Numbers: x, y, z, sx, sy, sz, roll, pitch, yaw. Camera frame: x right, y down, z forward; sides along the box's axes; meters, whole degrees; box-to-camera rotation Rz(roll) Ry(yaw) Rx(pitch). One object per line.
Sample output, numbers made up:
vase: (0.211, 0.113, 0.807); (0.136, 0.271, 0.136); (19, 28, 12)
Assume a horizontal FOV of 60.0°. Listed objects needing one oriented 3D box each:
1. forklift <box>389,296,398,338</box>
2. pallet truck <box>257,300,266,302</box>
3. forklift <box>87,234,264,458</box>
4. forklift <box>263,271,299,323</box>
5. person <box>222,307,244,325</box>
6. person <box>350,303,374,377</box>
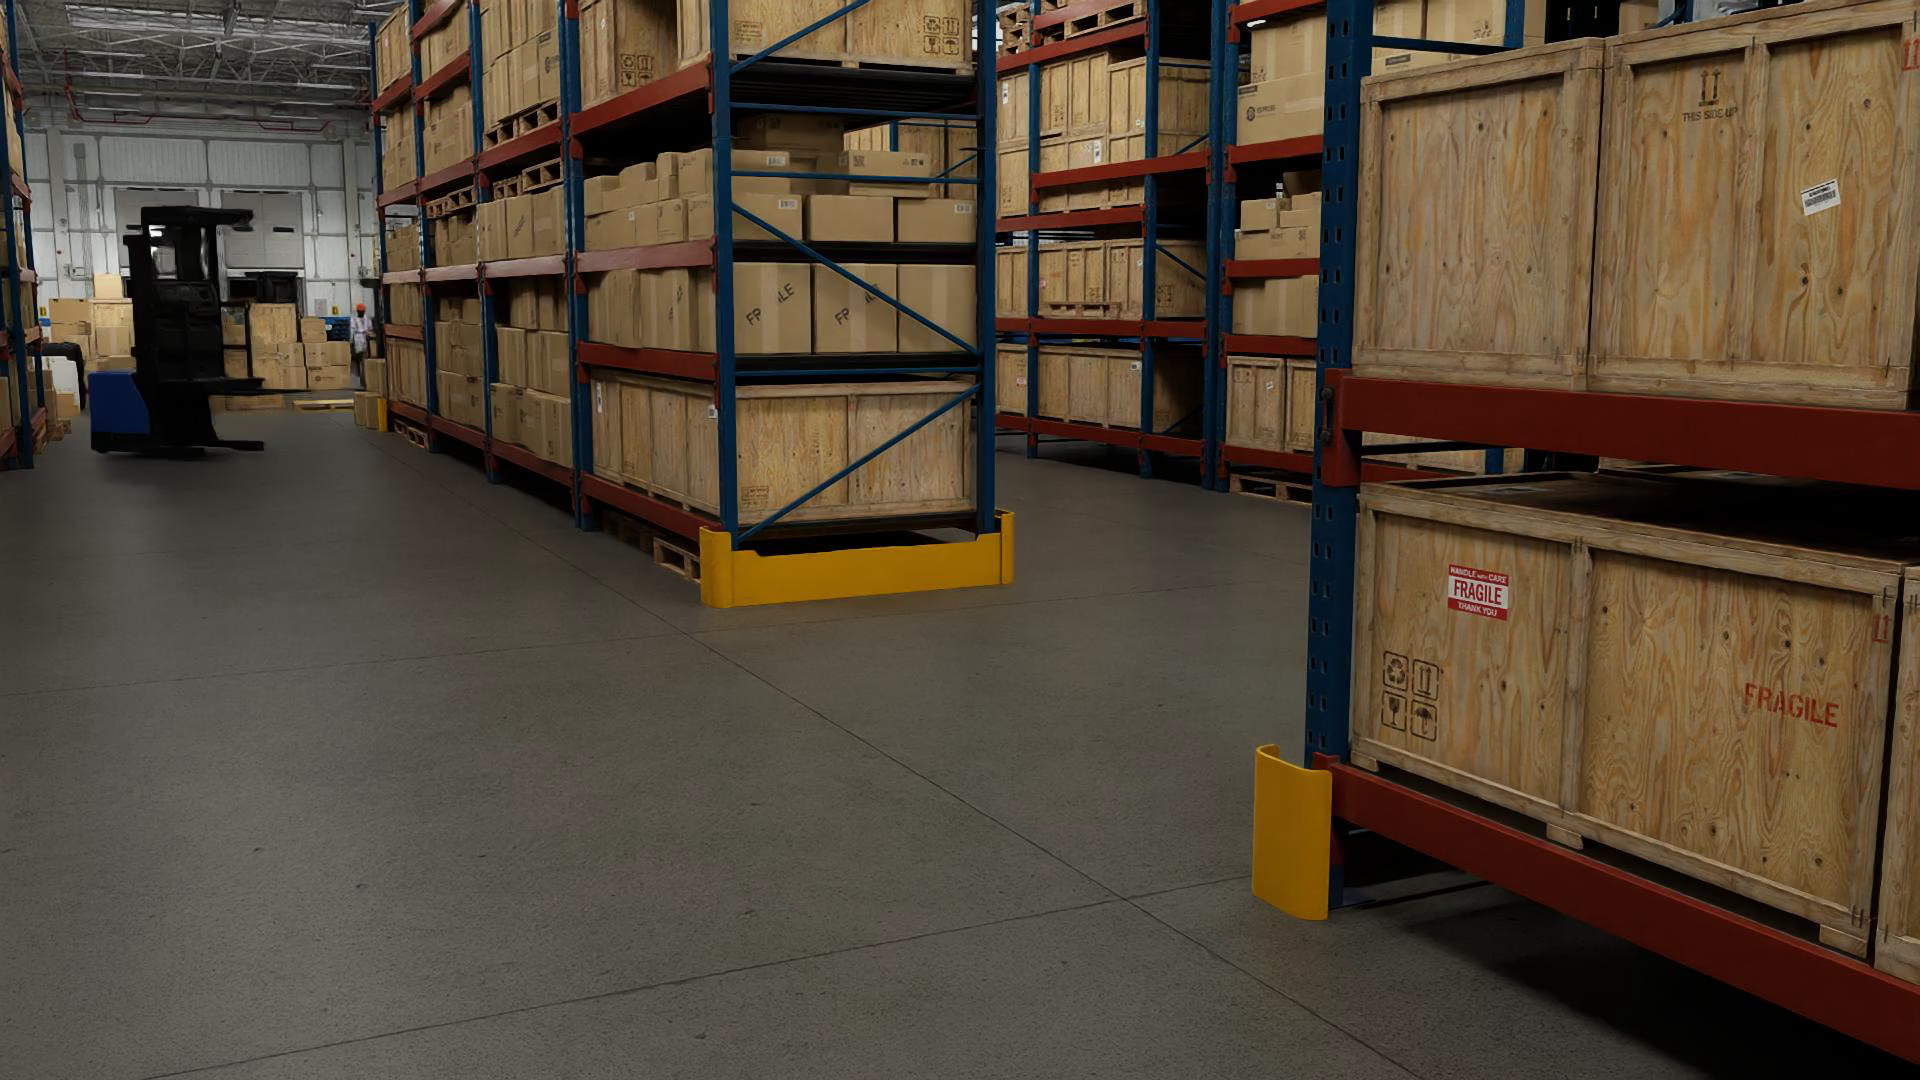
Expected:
forklift: (-11.118, -4.275, 33.571); (1.129, 2.768, 1.873); (-8, 11, -42)
pallet truck: (-23.913, -7.404, 58.171); (1.885, 1.965, 0.823); (-1, 8, -9)
forklift: (-10.184, -2.509, 21.386); (1.873, 2.768, 1.129); (3, 9, 21)
forklift: (-19.767, -6.452, 48.580); (1.873, 2.768, 1.129); (6, 10, 37)
person: (-20.650, -5.788, 47.282); (0.634, 1.929, 0.378); (-1, 8, -4)
person: (-15.349, -5.126, 42.744); (0.558, 1.915, 0.557); (-7, 11, -40)
